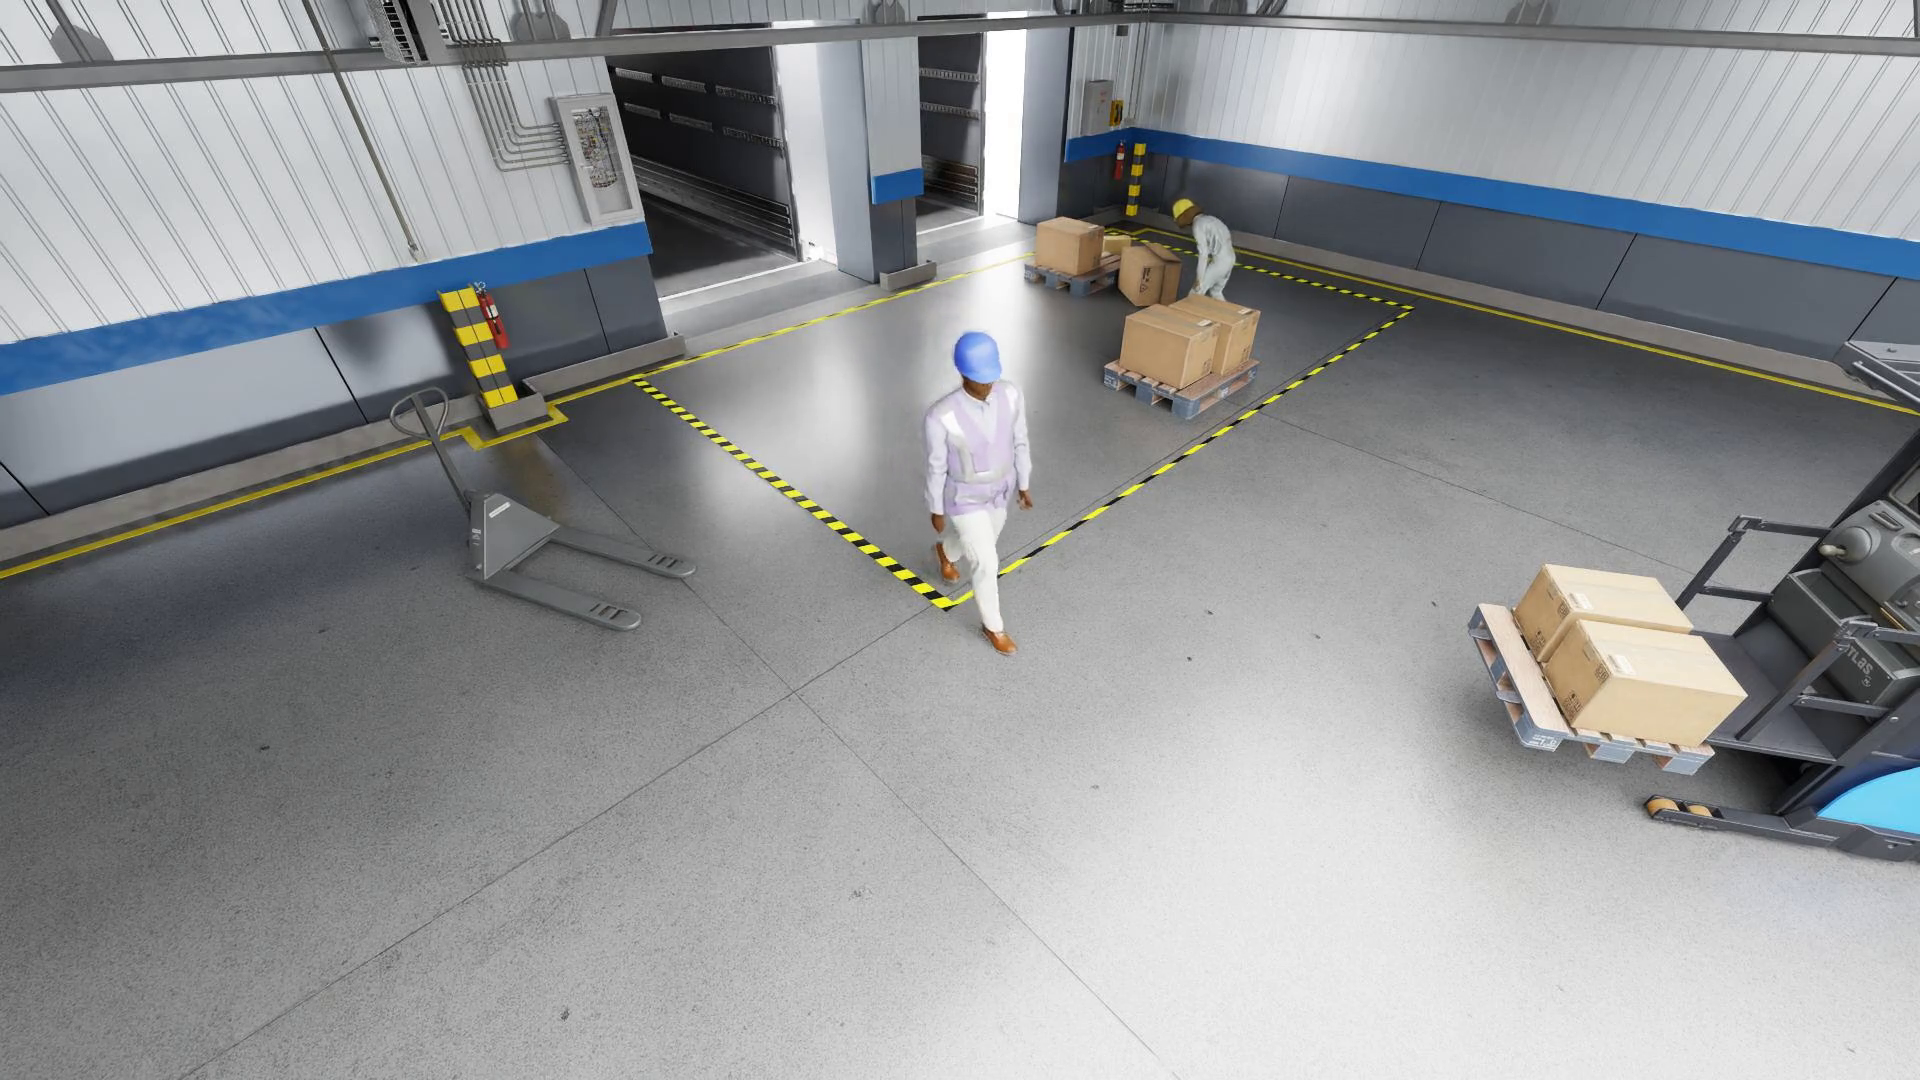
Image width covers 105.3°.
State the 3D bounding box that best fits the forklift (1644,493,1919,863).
[{"bbox_3d":[4.217,0.450,3.037,0.776,2.013,0.716,8,38,11],"label":"forklift"}]

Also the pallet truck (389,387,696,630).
[{"bbox_3d":[-2.613,-0.247,4.593,1.601,1.201,0.680,14,40,17],"label":"pallet truck"}]

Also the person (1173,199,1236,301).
[{"bbox_3d":[2.582,-2.852,7.845,0.858,1.393,0.642,24,44,28],"label":"person"}]

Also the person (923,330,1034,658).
[{"bbox_3d":[0.070,-0.292,4.109,0.613,1.904,0.965,-24,44,-28],"label":"person"}]
